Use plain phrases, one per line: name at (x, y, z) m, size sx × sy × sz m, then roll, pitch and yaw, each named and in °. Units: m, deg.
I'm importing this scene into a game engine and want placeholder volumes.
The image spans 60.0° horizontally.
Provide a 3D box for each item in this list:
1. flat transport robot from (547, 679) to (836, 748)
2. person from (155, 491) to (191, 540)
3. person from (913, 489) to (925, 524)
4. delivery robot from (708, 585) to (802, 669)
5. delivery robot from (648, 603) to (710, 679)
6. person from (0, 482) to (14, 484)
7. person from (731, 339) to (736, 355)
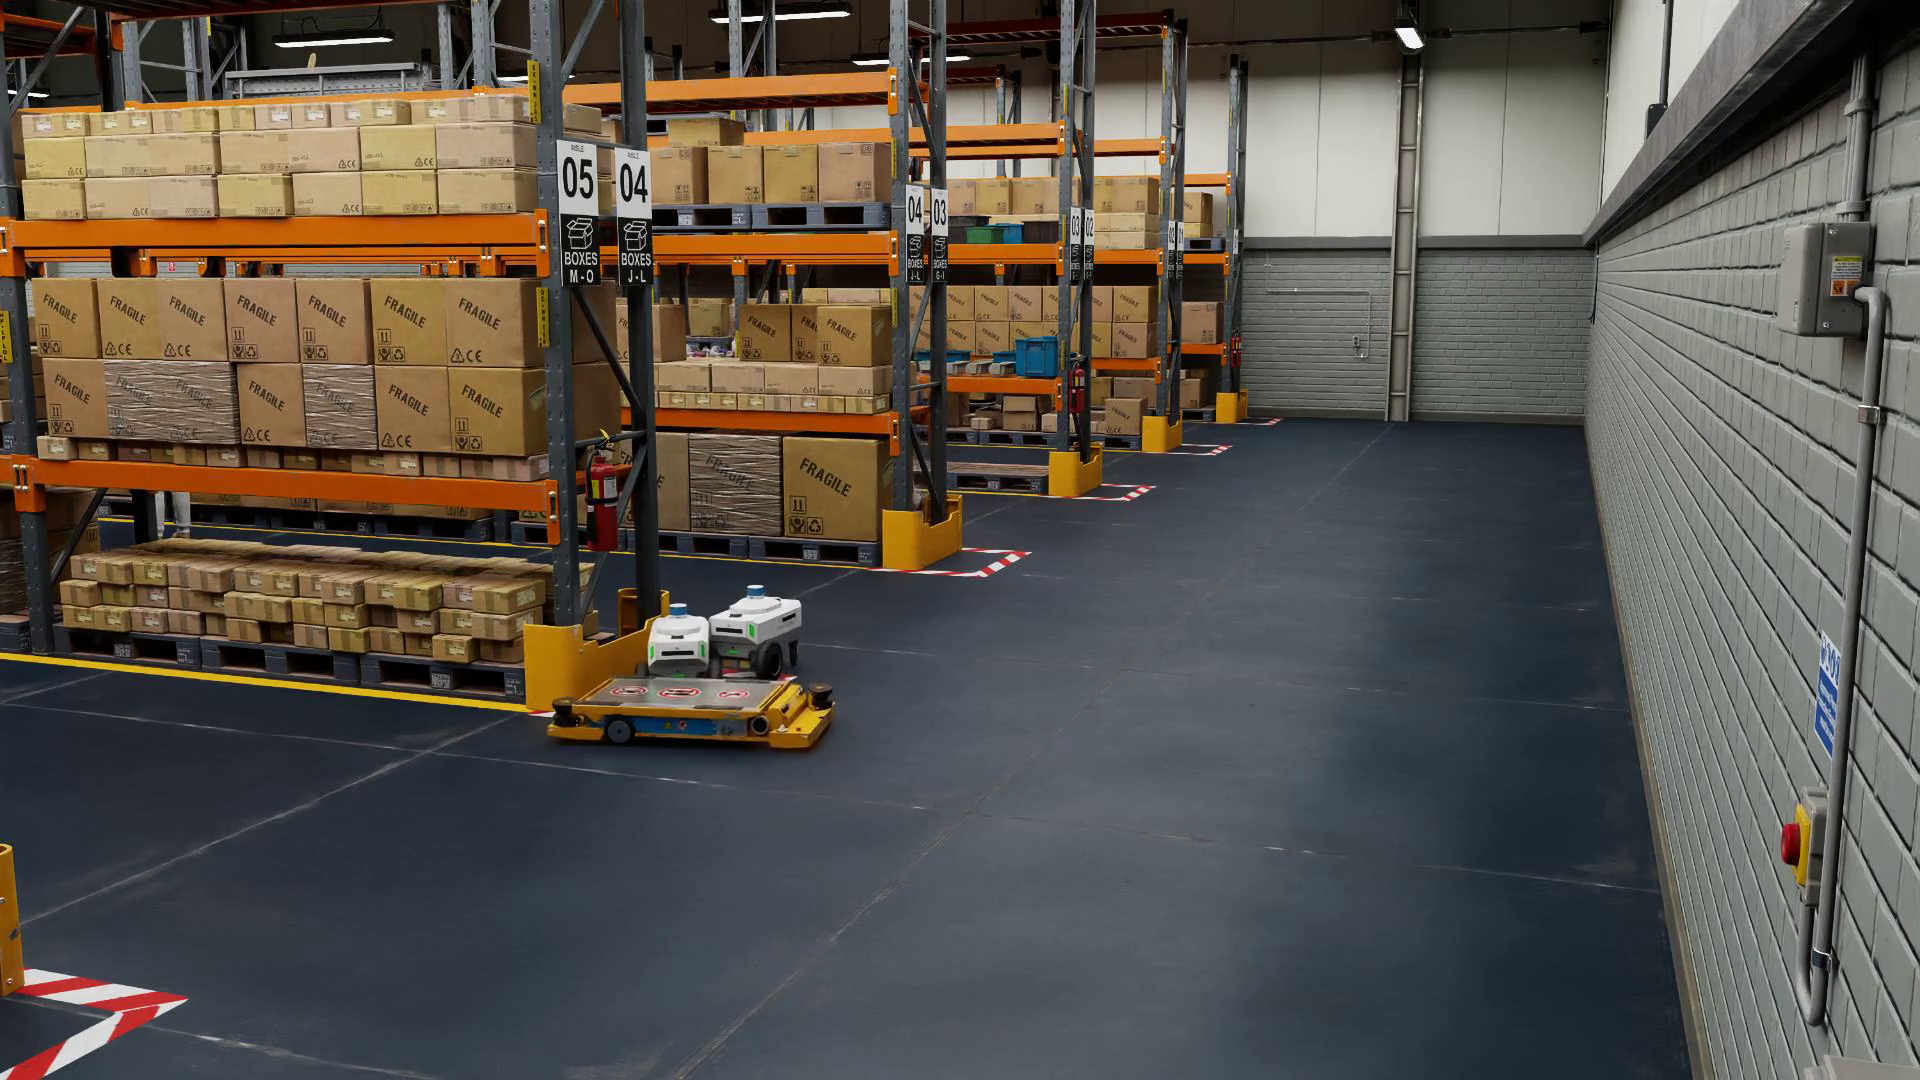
flat transport robot at (-1.443, 0.925, 9.055) m, size 1.431 × 0.197 × 0.652 m, roll 1°, pitch 9°, yaw 8°
person at (-7.394, -0.864, 15.339) m, size 0.429 × 1.844 × 0.623 m, roll 6°, pitch 11°, yaw 33°
person at (-0.620, -1.018, 16.074) m, size 0.767 × 1.914 × 0.627 m, roll 5°, pitch 10°, yaw 29°
delivery robot at (-1.271, 0.524, 10.380) m, size 0.477 × 0.478 × 0.707 m, roll 4°, pitch 10°, yaw 21°
delivery robot at (-1.652, 0.618, 9.798) m, size 0.477 × 0.478 × 0.707 m, roll -1°, pitch 9°, yaw -8°
person at (-9.081, -0.904, 15.678) m, size 0.452 × 1.816 × 0.627 m, roll 7°, pitch 12°, yaw 38°
person at (-3.157, -2.301, 24.205) m, size 0.489 × 1.871 × 0.598 m, roll 2°, pitch 9°, yaw 15°
